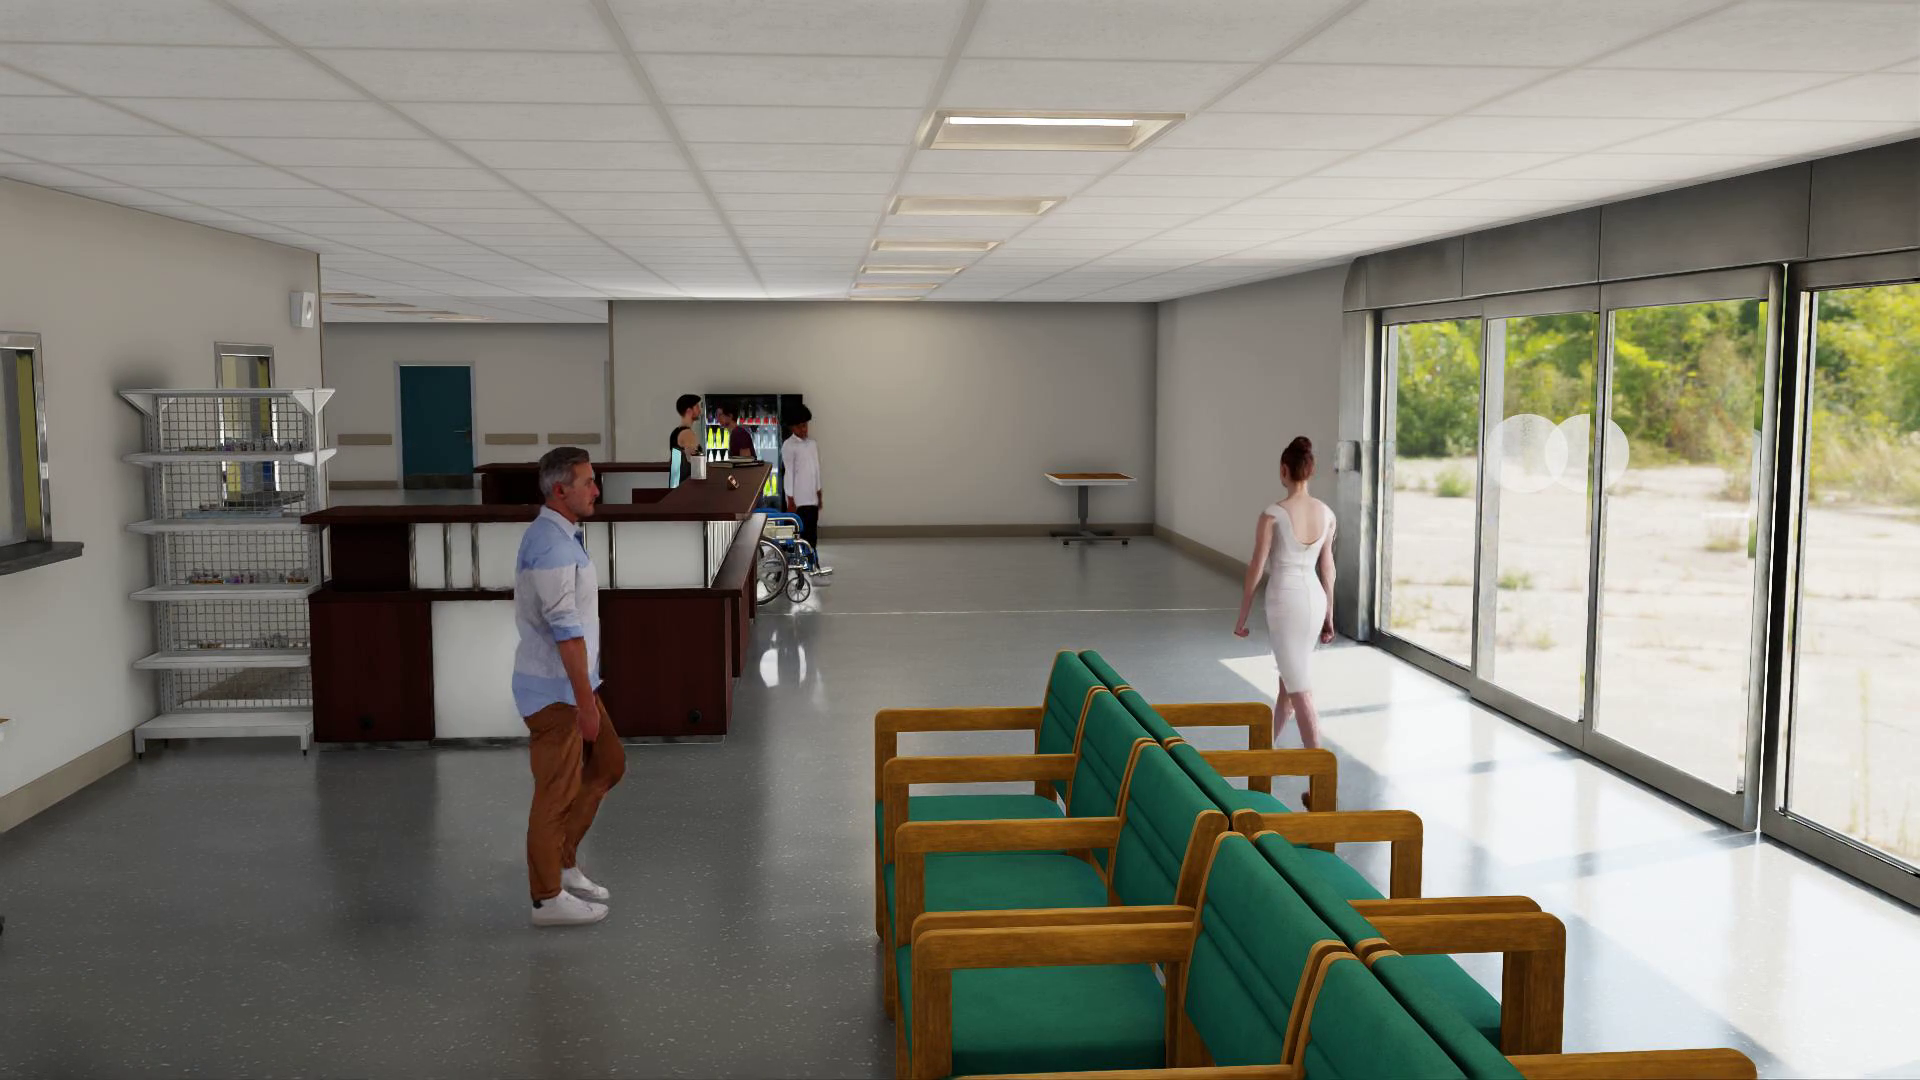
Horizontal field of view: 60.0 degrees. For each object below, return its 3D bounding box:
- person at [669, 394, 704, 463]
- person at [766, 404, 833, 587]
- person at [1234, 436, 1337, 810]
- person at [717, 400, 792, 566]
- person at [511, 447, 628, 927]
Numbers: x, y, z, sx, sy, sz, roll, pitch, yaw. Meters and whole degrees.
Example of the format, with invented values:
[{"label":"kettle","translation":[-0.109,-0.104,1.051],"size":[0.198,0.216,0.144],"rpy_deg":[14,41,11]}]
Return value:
[{"label":"person","translation":[-2.653,-0.437,15.865],"size":[1.112,1.876,0.883],"rpy_deg":[-3,6,-24]},{"label":"person","translation":[-1.587,-0.411,16.130],"size":[1.140,1.772,1.025],"rpy_deg":[3,7,28]},{"label":"person","translation":[1.637,0.423,7.885],"size":[1.001,1.763,0.842],"rpy_deg":[-2,6,-23]},{"label":"person","translation":[-2.060,-0.464,16.764],"size":[1.292,1.751,0.745],"rpy_deg":[-1,6,-7]},{"label":"person","translation":[-1.593,0.557,6.284],"size":[0.678,1.816,0.736],"rpy_deg":[-1,6,-12]}]
